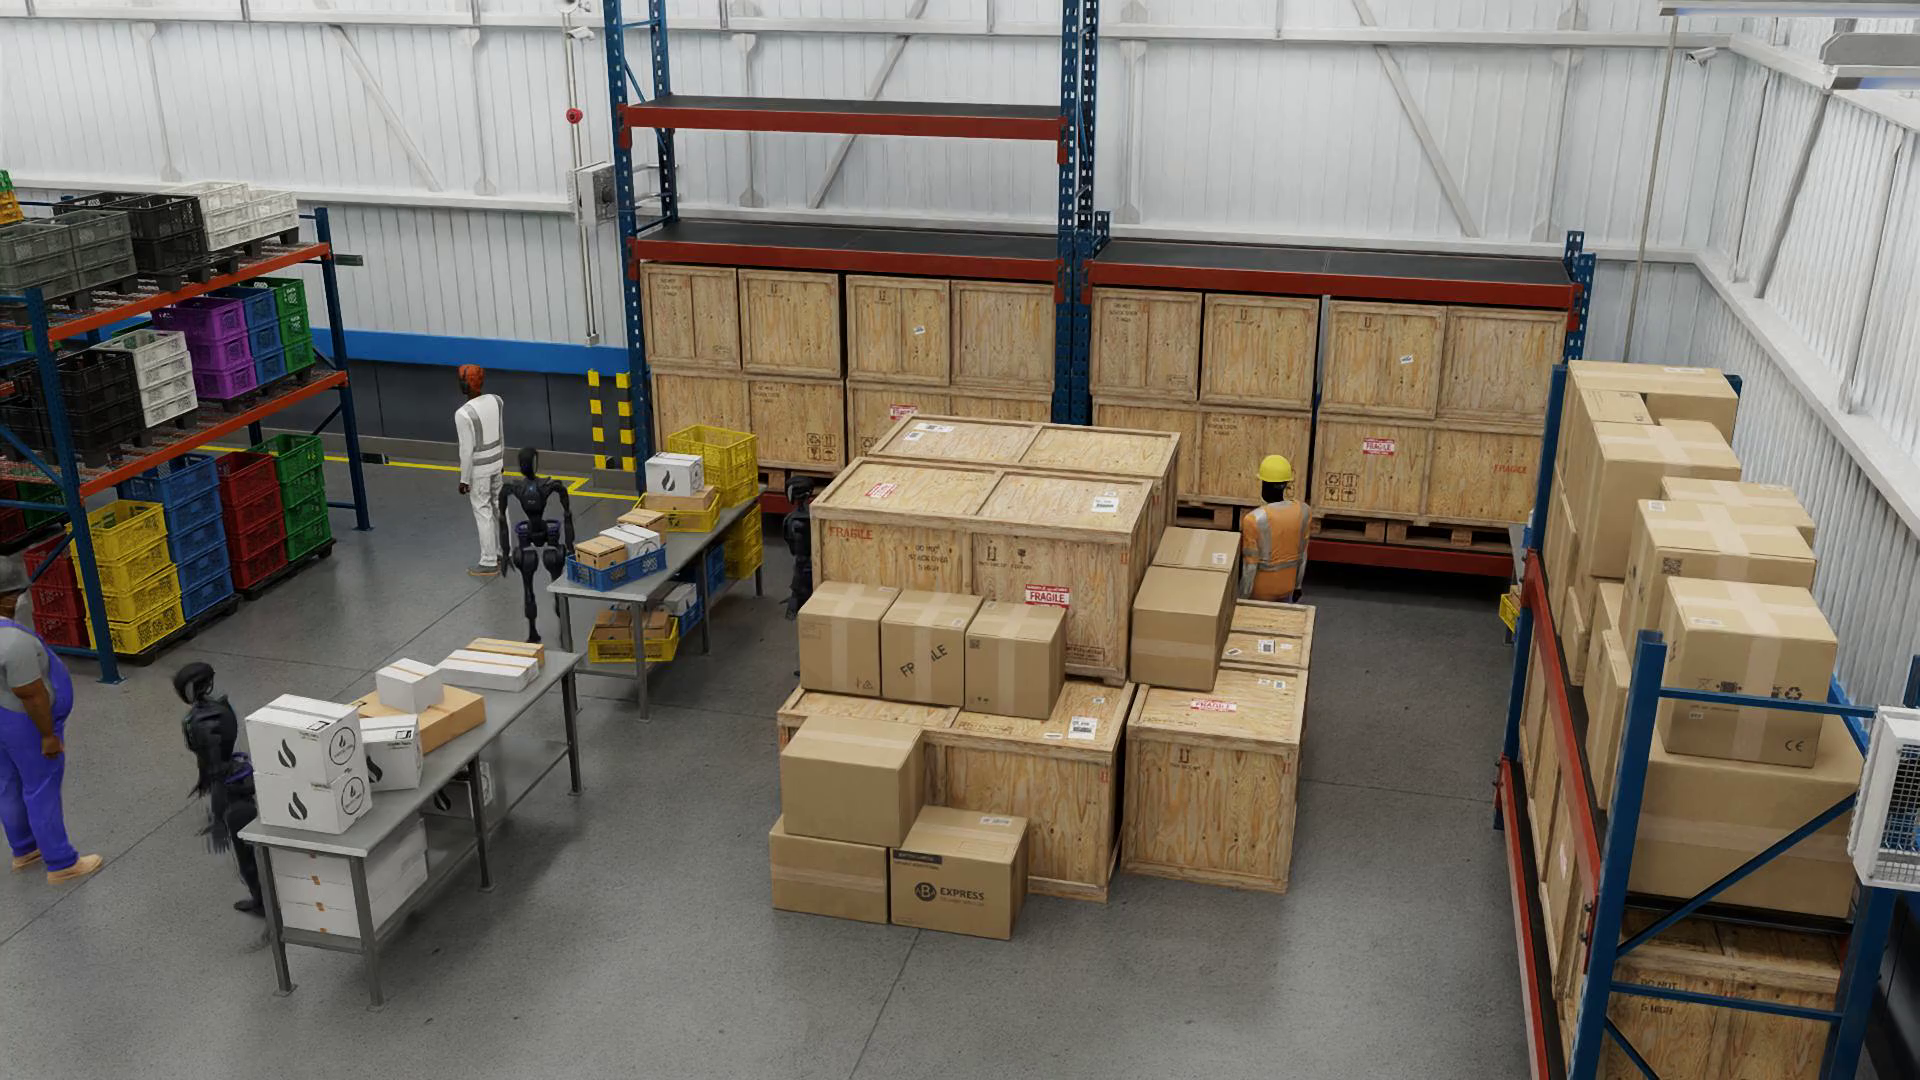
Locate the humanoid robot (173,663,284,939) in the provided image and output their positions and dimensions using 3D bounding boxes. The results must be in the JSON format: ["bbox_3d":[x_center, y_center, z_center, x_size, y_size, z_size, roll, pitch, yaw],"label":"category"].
[{"bbox_3d":[-4.101,1.422,9.341,0.431,1.646,0.737,-12,24,-29],"label":"humanoid robot"}]

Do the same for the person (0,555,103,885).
[{"bbox_3d":[-5.524,1.040,9.846,0.682,2.000,0.536,12,24,29],"label":"person"}]

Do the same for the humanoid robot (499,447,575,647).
[{"bbox_3d":[-3.263,0.065,12.898,0.590,1.649,0.331,-3,21,-8],"label":"humanoid robot"}]

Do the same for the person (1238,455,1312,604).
[{"bbox_3d":[2.206,0.321,11.884,0.592,1.924,0.381,-12,24,-28],"label":"person"}]

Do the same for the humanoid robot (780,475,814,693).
[{"bbox_3d":[-1.156,0.314,12.232,0.313,1.657,0.609,0,21,0],"label":"humanoid robot"}]

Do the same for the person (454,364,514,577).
[{"bbox_3d":[-4.133,-0.606,14.372,0.357,1.882,0.573,7,22,19],"label":"person"}]
